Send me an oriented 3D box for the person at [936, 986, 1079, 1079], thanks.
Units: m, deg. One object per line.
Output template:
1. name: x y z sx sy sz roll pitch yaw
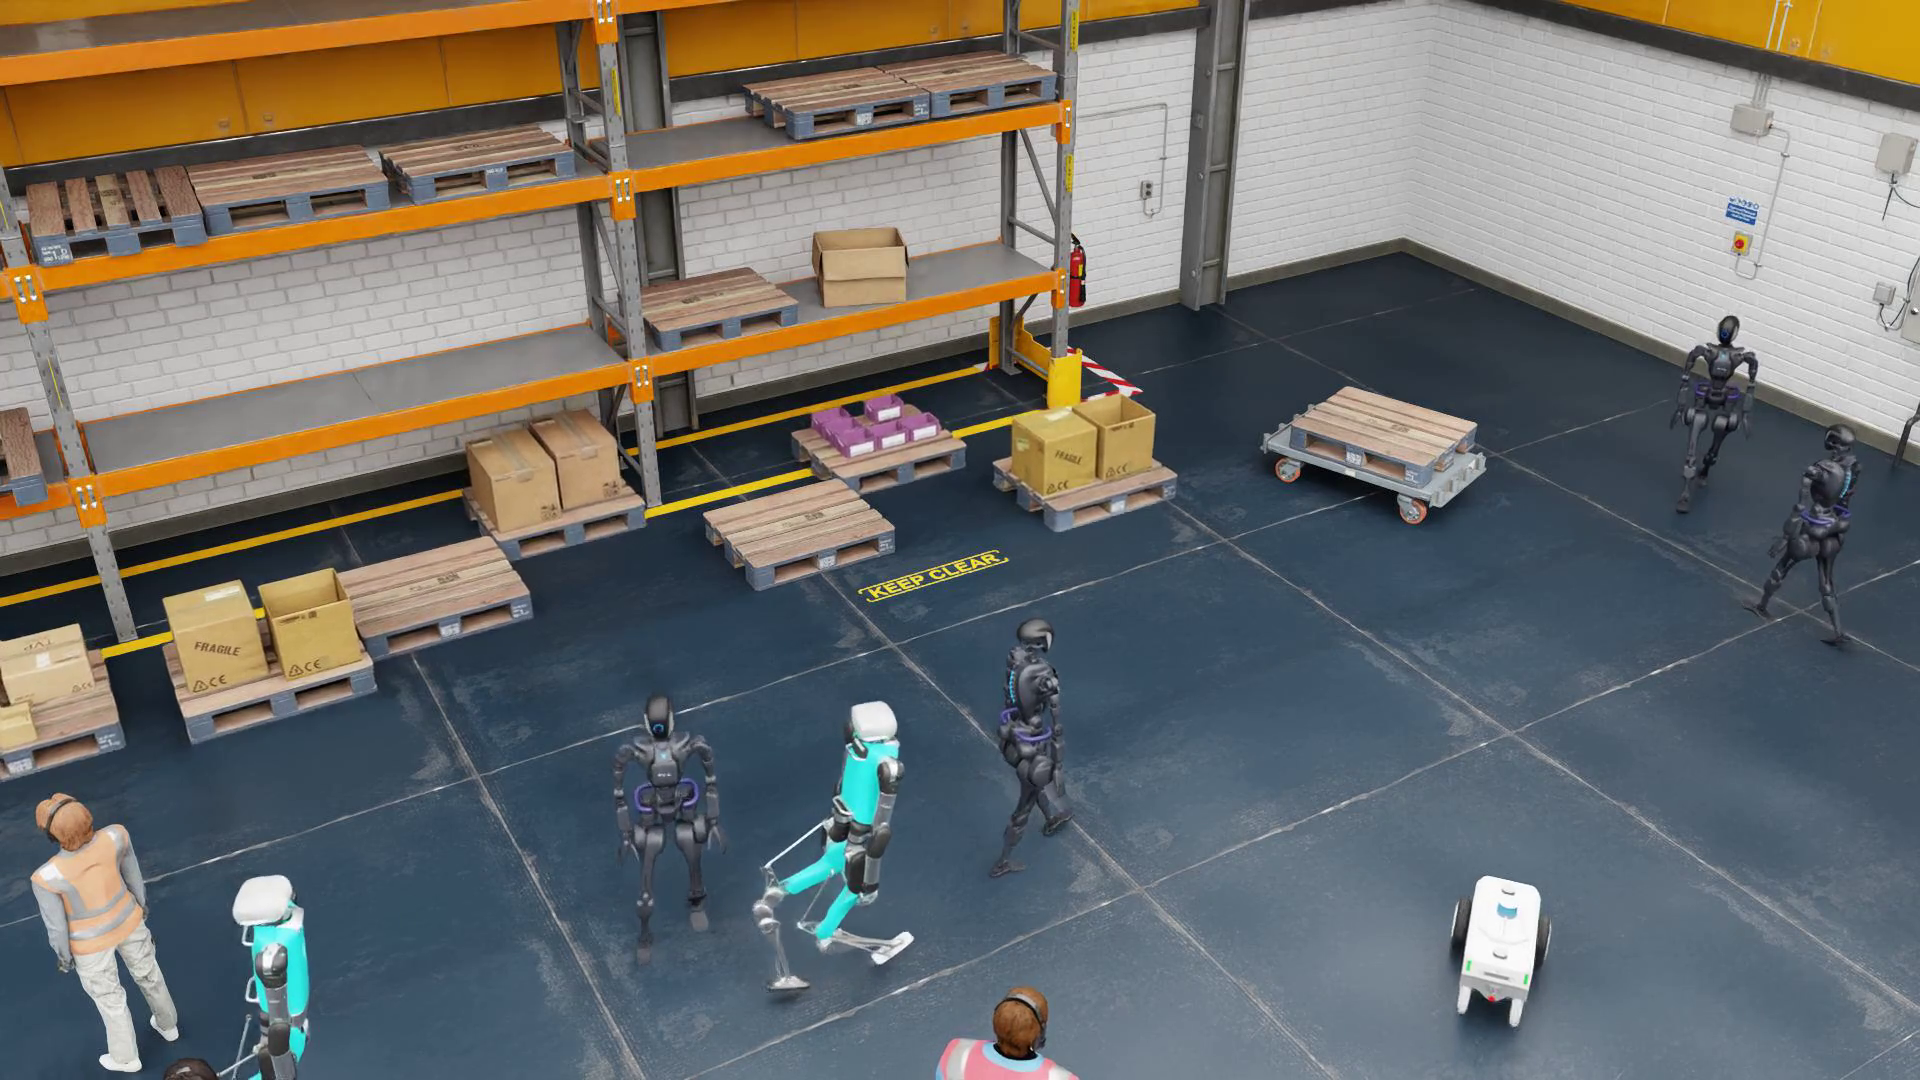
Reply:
1. person: 0.217 2.566 6.851 0.628 1.835 0.431 11 31 19

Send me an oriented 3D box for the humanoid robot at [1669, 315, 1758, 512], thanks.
1. humanoid robot: 6.119 -1.065 13.490 0.609 1.630 0.794 13 32 21

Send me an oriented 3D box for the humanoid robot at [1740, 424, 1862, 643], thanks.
1. humanoid robot: 6.044 -0.053 11.696 0.603 1.631 0.820 -12 32 -20

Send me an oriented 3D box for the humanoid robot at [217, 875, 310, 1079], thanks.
1. humanoid robot: -3.143 2.274 7.454 0.942 1.755 0.543 -7 30 -13

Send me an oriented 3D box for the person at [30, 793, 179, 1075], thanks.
1. person: -4.197 1.926 8.166 0.306 1.644 0.513 15 33 25

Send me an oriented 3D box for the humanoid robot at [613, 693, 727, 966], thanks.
1. humanoid robot: -1.564 1.490 8.912 0.584 1.639 0.396 -7 30 -13

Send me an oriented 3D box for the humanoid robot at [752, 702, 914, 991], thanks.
1. humanoid robot: -0.740 1.687 8.537 1.053 1.720 0.540 -14 32 -24

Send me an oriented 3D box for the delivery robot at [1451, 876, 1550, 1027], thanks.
1. delivery robot: 2.891 2.146 8.896 0.499 0.605 0.781 10 31 18

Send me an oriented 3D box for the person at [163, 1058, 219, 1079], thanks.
1. person: -2.799 2.752 6.467 0.529 1.879 0.411 -14 32 -23

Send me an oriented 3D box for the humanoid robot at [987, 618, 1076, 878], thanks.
1. humanoid robot: 0.447 1.151 9.527 0.712 1.632 0.595 -16 33 -26
